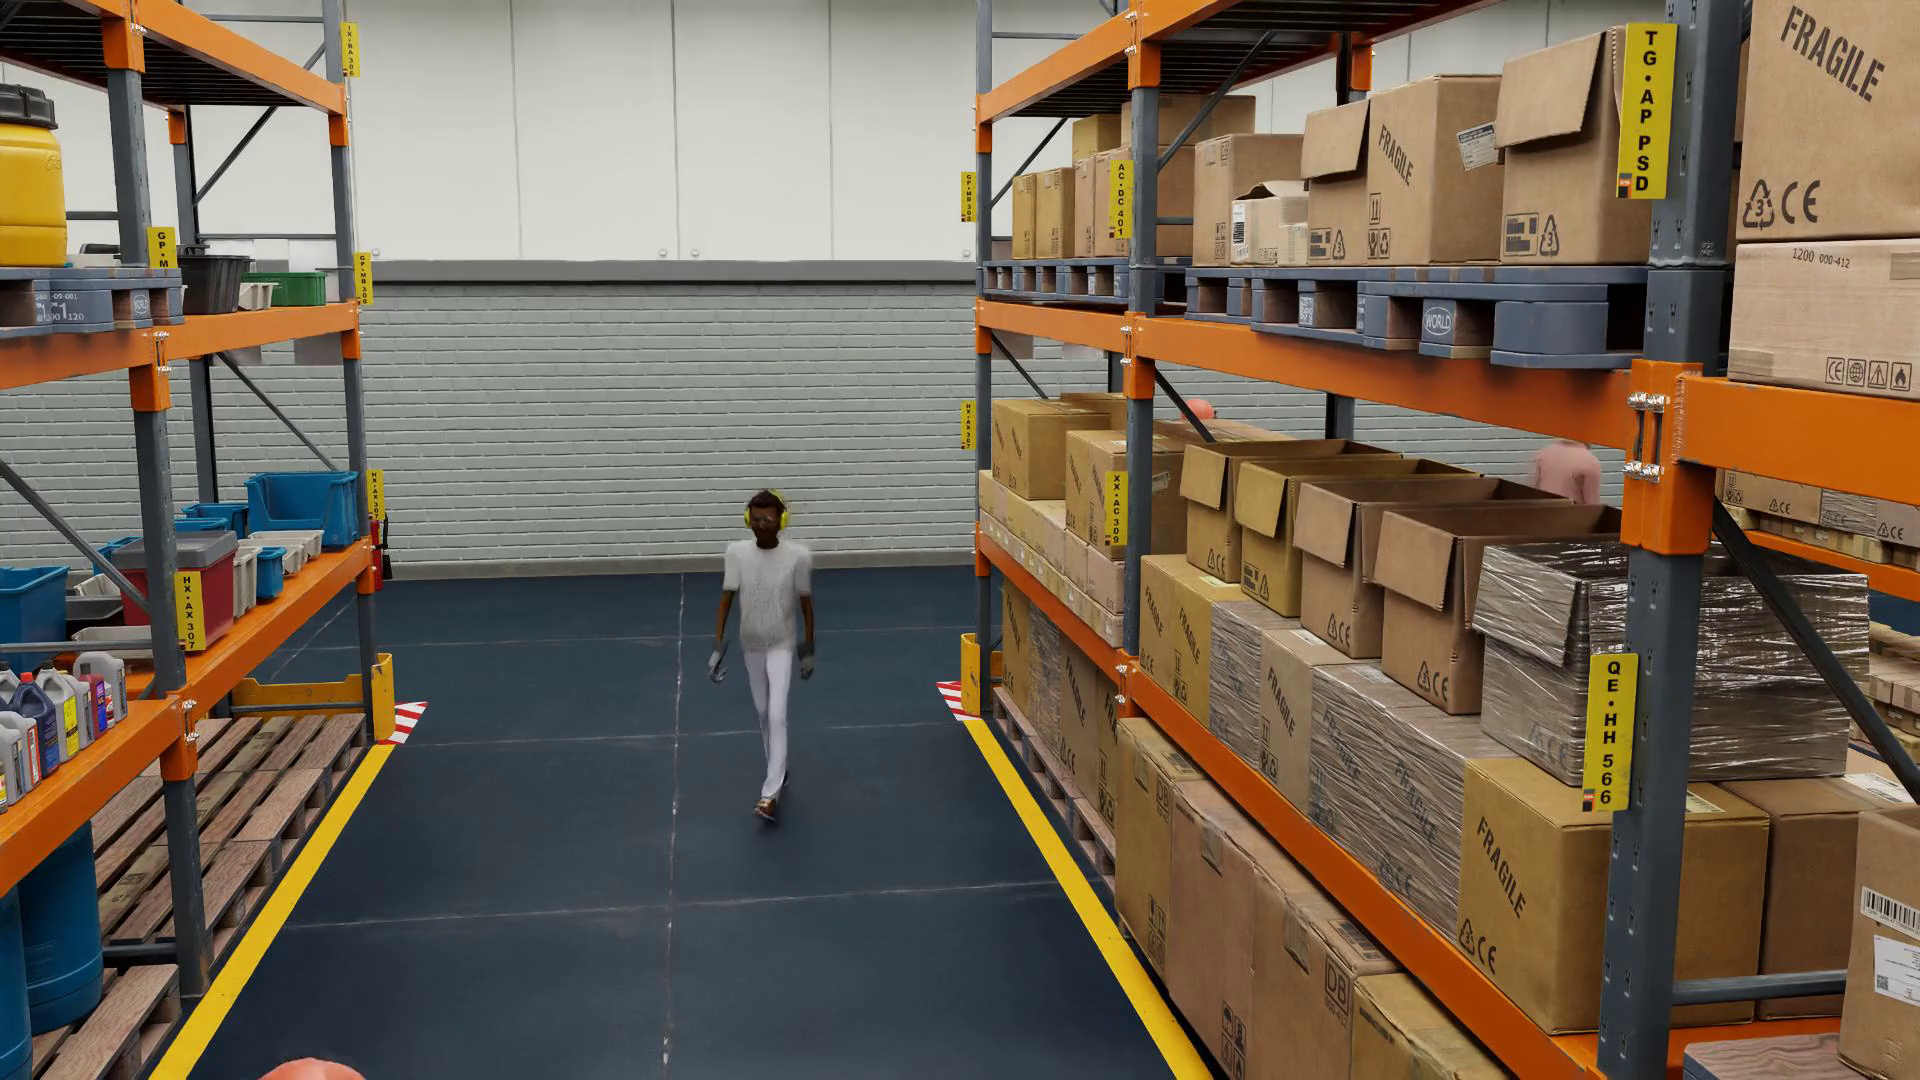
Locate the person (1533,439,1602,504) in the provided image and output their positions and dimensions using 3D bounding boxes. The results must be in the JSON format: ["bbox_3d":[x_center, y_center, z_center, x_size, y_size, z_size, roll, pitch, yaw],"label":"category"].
[{"bbox_3d":[5.013,-0.116,13.827,0.879,1.852,0.720,-4,10,-22],"label":"person"}]

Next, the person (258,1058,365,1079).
[{"bbox_3d":[-0.927,1.684,2.498,0.569,1.909,0.660,-6,11,-31],"label":"person"}]

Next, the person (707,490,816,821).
[{"bbox_3d":[-1.112,0.632,9.295,0.540,1.819,0.976,2,9,13],"label":"person"}]

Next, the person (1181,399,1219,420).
[{"bbox_3d":[1.876,-0.093,13.092,0.392,2.033,0.605,-3,10,-16],"label":"person"}]
